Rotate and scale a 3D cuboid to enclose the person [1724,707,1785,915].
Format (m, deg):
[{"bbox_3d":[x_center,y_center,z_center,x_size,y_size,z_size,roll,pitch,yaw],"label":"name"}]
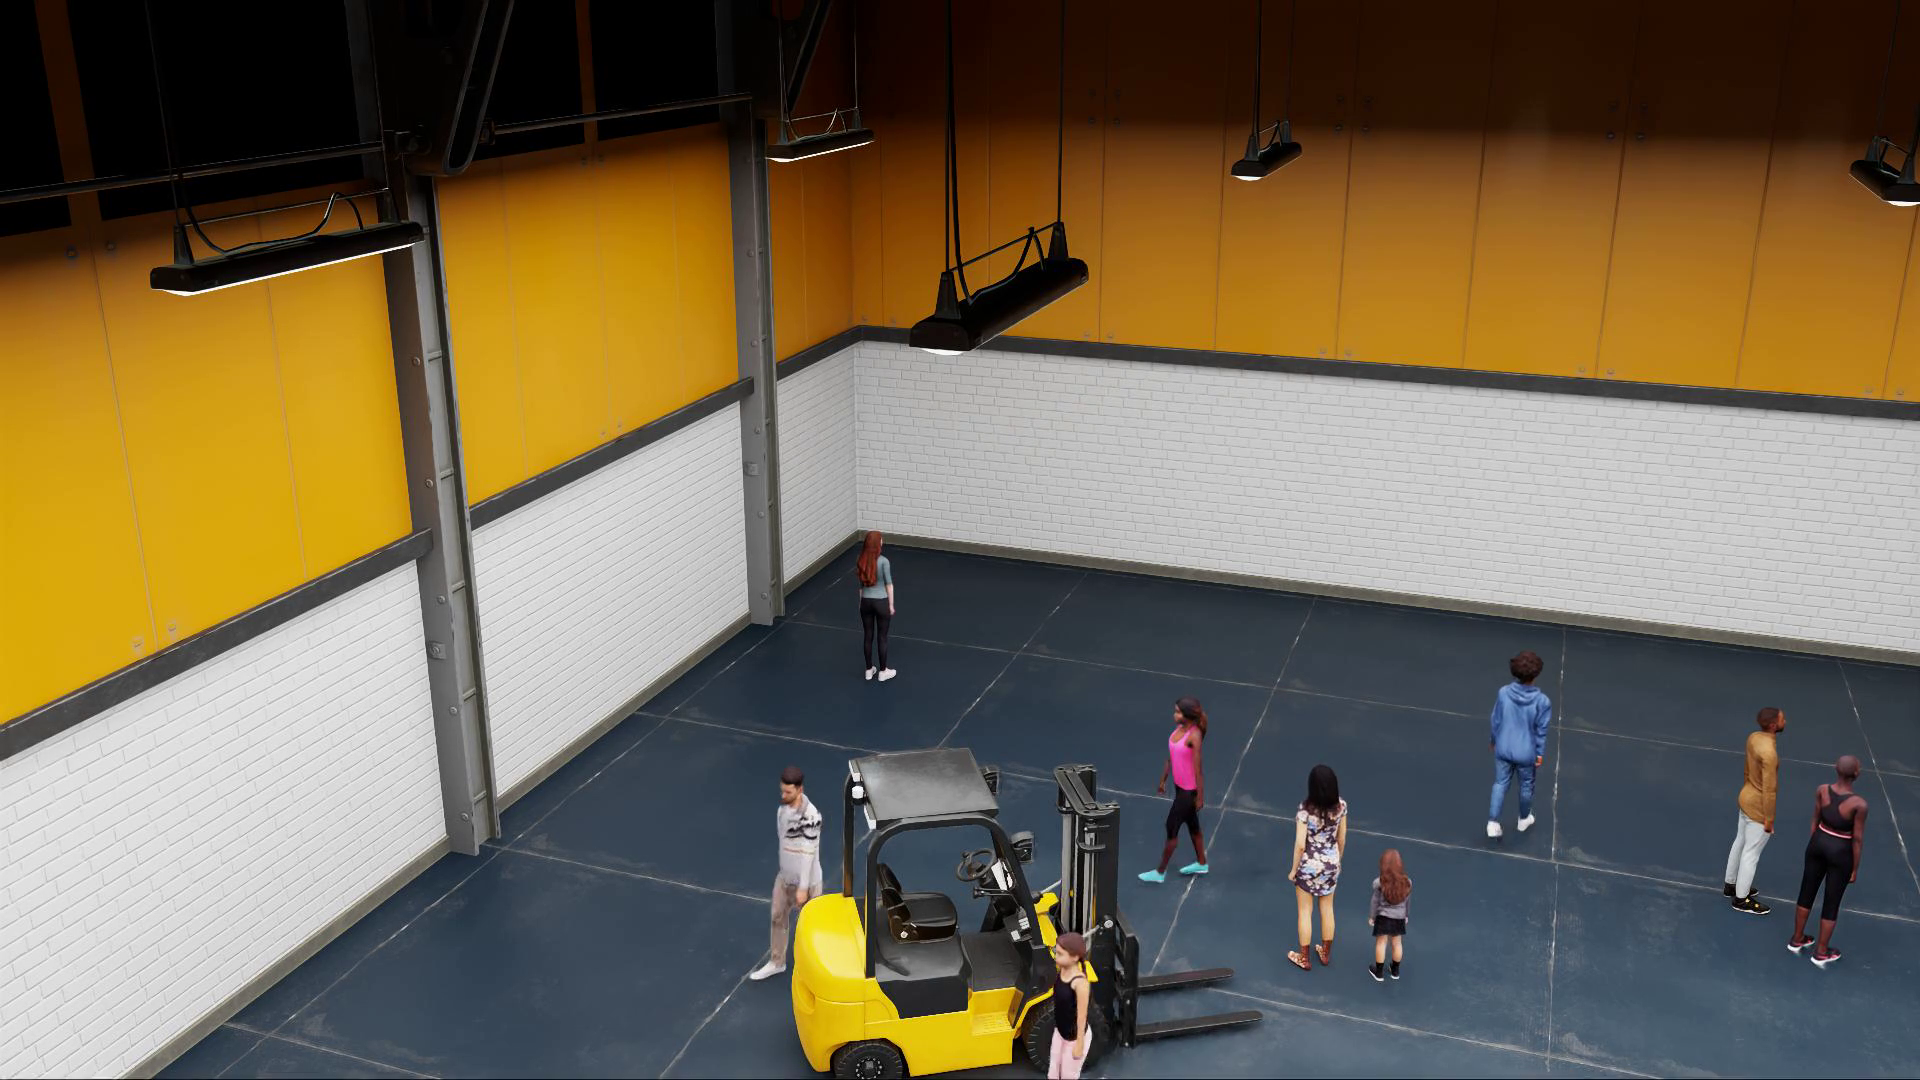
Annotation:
[{"bbox_3d":[6.674,2.232,13.941,0.741,1.816,0.570,2,19,5],"label":"person"}]

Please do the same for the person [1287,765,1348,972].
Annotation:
[{"bbox_3d":[2.810,2.567,13.070,0.677,1.737,0.705,-5,19,-16],"label":"person"}]

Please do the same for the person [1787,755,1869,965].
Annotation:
[{"bbox_3d":[6.899,2.509,13.211,0.698,1.756,0.661,-13,22,-33],"label":"person"}]

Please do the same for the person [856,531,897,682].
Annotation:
[{"bbox_3d":[-0.942,0.727,18.523,0.588,1.743,0.559,8,20,23],"label":"person"}]

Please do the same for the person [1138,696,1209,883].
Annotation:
[{"bbox_3d":[2.048,2.143,14.383,0.955,1.702,0.959,-5,19,-14],"label":"person"}]

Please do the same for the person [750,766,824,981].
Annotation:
[{"bbox_3d":[-1.163,2.574,12.875,1.178,1.848,1.029,-12,22,-31],"label":"person"}]

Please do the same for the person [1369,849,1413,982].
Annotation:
[{"bbox_3d":[3.362,2.921,13.007,0.533,1.107,0.547,-2,19,-7],"label":"person"}]

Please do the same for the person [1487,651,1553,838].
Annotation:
[{"bbox_3d":[5.005,1.883,15.016,0.864,1.791,1.070,13,23,34],"label":"person"}]

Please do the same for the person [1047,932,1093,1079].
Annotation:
[{"bbox_3d":[0.803,3.316,11.146,0.883,1.545,0.850,-6,20,-18],"label":"person"}]
